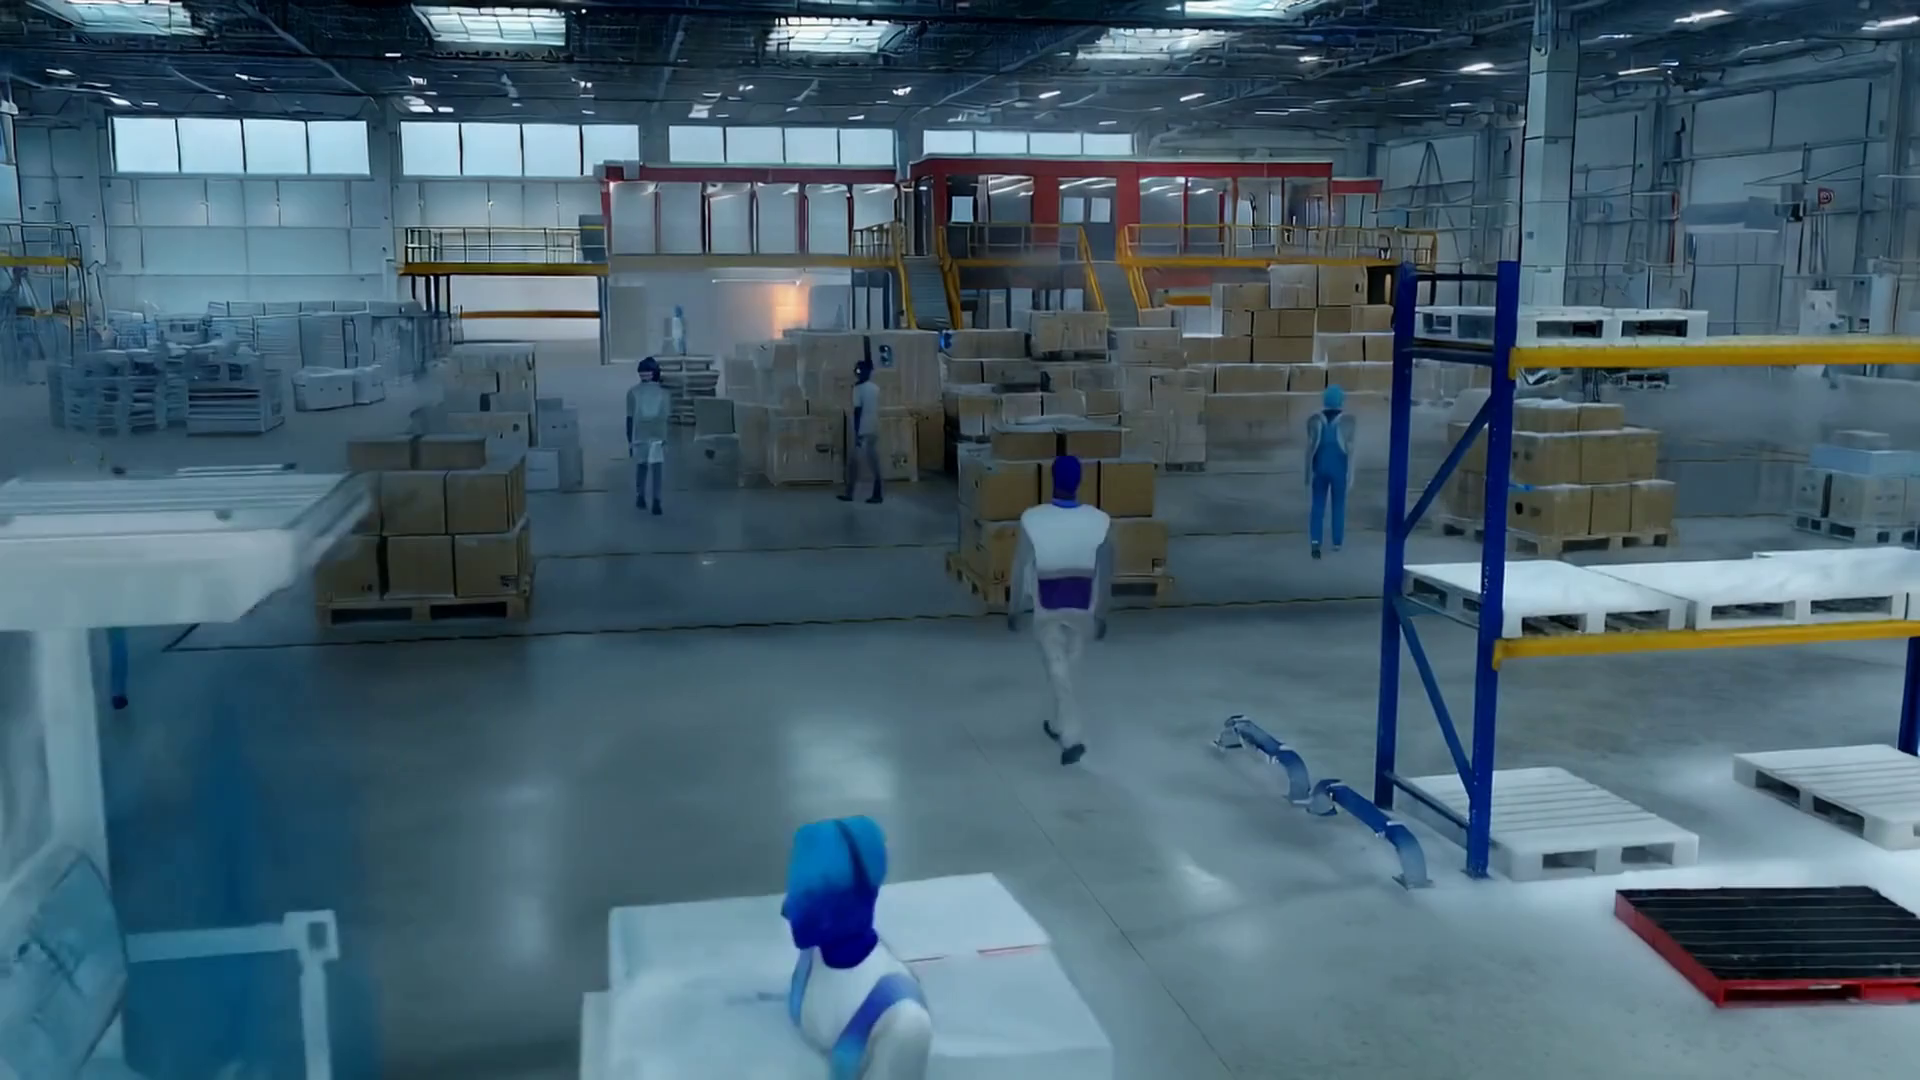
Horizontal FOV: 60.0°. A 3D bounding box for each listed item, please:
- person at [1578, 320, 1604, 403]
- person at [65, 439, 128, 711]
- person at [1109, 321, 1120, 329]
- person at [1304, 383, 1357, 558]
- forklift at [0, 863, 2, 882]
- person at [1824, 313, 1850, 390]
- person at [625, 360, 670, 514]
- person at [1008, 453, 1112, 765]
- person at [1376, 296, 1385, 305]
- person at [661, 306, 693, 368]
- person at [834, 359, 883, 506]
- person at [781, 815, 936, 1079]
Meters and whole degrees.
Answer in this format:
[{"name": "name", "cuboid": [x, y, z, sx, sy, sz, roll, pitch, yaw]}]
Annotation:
[{"name": "person", "cuboid": [12.857, -3.508, 33.839, 0.602, 1.949, 0.393, -4, 10, -21]}, {"name": "person", "cuboid": [-5.936, 0.221, 11.493, 0.541, 1.830, 0.918, -5, 11, -28]}, {"name": "person", "cuboid": [3.226, -3.735, 35.437, 0.687, 1.892, 0.603, 2, 10, 13]}, {"name": "person", "cuboid": [3.841, -0.723, 17.309, 0.523, 1.812, 0.934, 4, 10, 21]}, {"name": "forklift", "cuboid": [-2.367, 0.997, 3.547, 1.873, 2.768, 1.129, -2, 10, -12]}, {"name": "person", "cuboid": [21.478, -4.602, 40.692, 0.613, 1.880, 0.939, 1, 9, 6]}, {"name": "person", "cuboid": [-3.822, -1.261, 20.406, 0.550, 1.876, 0.998, -3, 10, -16]}, {"name": "person", "cuboid": [0.645, 0.405, 10.209, 0.595, 1.879, 0.964, -3, 10, -16]}, {"name": "person", "cuboid": [14.557, -7.452, 57.730, 0.370, 1.996, 0.622, 2, 9, 11]}, {"name": "person", "cuboid": [-8.497, -6.047, 49.655, 0.923, 1.856, 0.565, -2, 9, -10]}, {"name": "person", "cuboid": [-1.277, -1.363, 21.079, 0.819, 1.837, 0.570, 7, 12, 36]}, {"name": "person", "cuboid": [-0.203, 1.484, 3.722, 0.937, 1.855, 0.584, -3, 10, -19]}]
